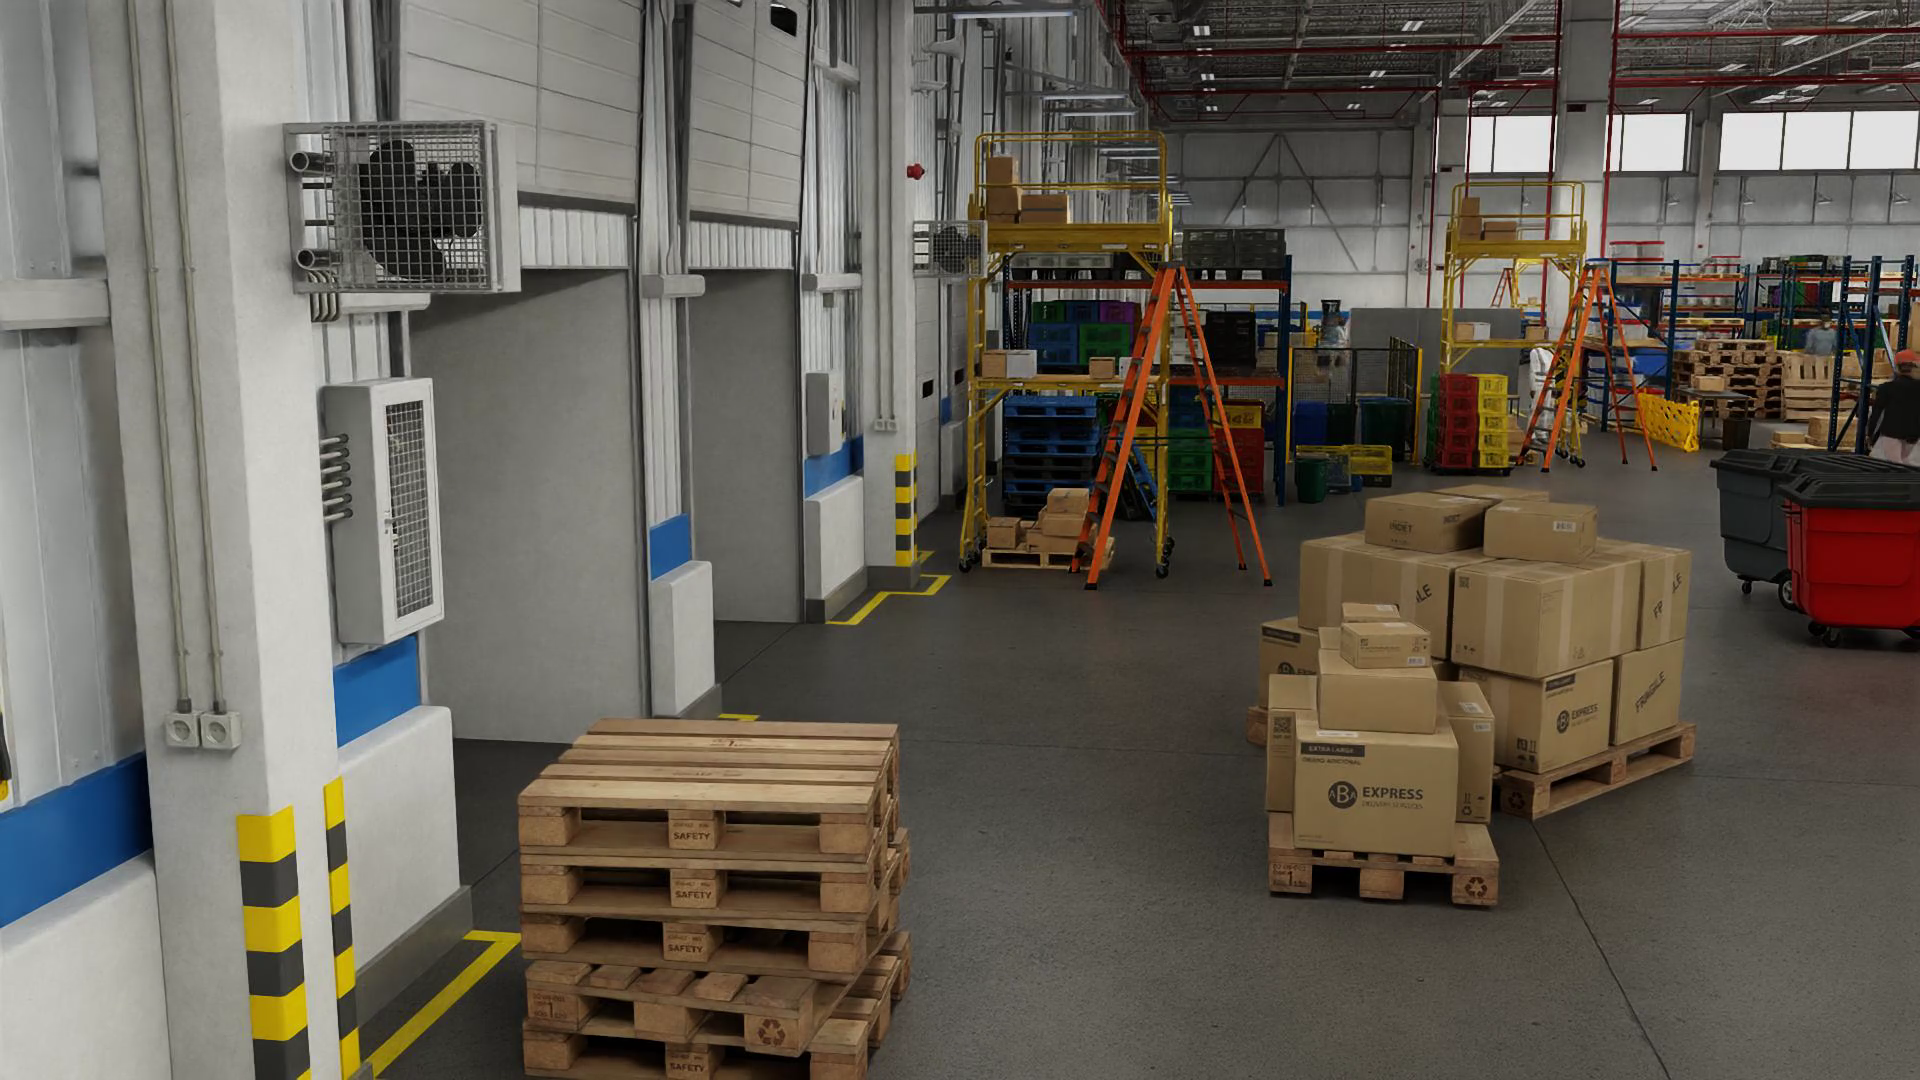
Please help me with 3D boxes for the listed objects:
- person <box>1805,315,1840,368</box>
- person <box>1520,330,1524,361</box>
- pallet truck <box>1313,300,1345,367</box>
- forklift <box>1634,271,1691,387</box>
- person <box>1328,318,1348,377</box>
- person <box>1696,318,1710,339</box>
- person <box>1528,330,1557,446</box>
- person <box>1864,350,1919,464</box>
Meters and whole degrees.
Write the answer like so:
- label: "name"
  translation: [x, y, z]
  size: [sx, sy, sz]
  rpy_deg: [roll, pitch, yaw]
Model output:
- label: "person"
  translation: [18.206, -3.771, 35.014]
  size: [0.661, 1.901, 0.928]
  rpy_deg: [1, 9, 6]
- label: "person"
  translation: [12.927, -4.367, 38.920]
  size: [0.407, 1.827, 0.515]
  rpy_deg: [-6, 11, -35]
- label: "pallet truck"
  translation: [11.159, -6.200, 49.718]
  size: [0.823, 1.965, 1.885]
  rpy_deg: [4, 10, 26]
- label: "forklift"
  translation: [16.855, -5.190, 40.775]
  size: [1.873, 2.768, 1.129]
  rpy_deg: [8, 12, 41]
- label: "person"
  translation: [10.206, -5.132, 44.382]
  size: [0.549, 1.588, 0.882]
  rpy_deg: [-7, 12, -38]
- label: "person"
  translation: [17.338, -4.320, 38.908]
  size: [0.319, 1.742, 0.492]
  rpy_deg: [5, 10, 27]
- label: "person"
  translation: [9.501, -2.478, 27.103]
  size: [0.574, 1.887, 0.355]
  rpy_deg: [-5, 11, -30]
- label: "person"
  translation: [10.821, -1.220, 19.215]
  size: [0.631, 1.932, 1.036]
  rpy_deg: [0, 9, 0]
